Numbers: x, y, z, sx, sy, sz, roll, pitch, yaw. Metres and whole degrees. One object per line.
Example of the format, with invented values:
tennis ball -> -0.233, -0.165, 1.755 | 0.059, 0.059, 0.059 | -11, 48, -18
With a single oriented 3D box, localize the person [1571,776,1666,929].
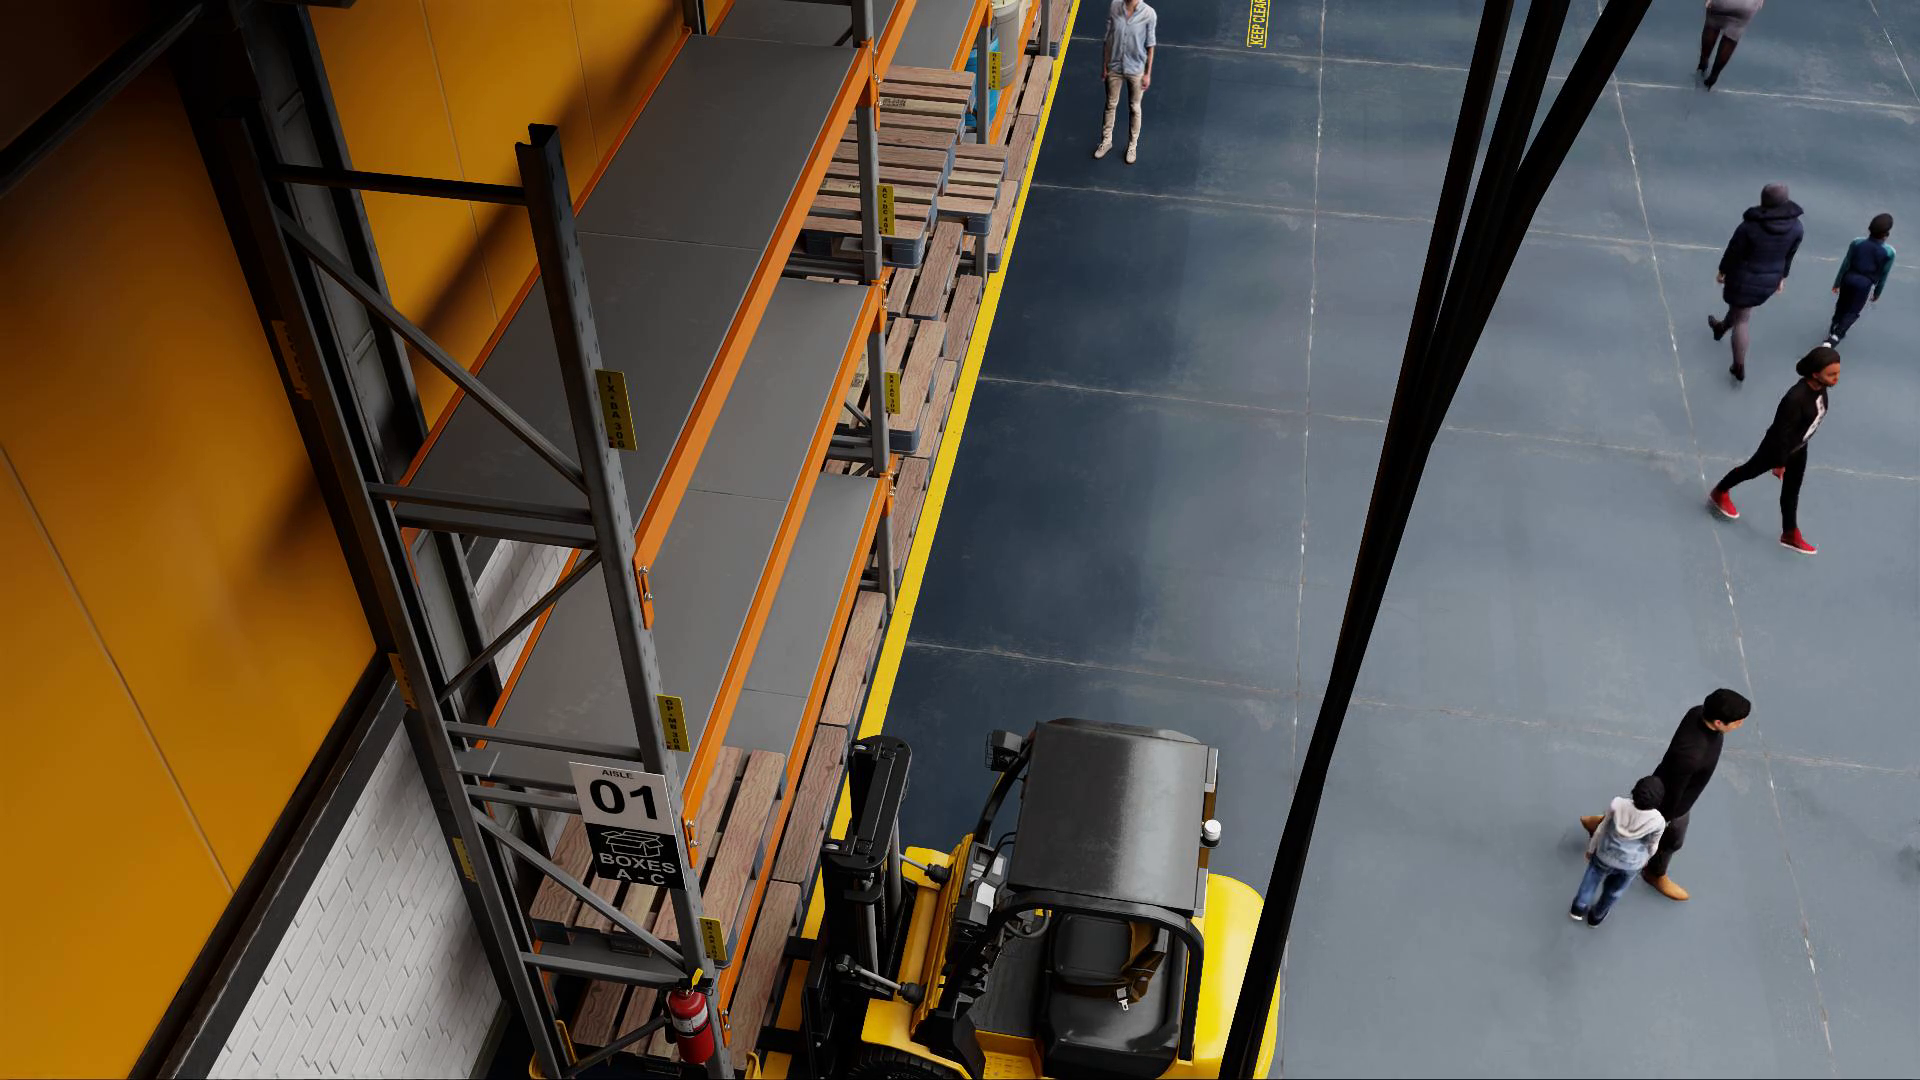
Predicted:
person -> 3.715, 1.809, 9.408 | 0.577, 1.248, 0.630 | 27, 50, 26

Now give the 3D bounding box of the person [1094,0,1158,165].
person -> 1.560, -4.422, 15.514 | 0.687, 1.847, 0.620 | 14, 45, 15

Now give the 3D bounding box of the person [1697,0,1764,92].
person -> 7.669, -5.279, 16.491 | 0.772, 1.741, 0.825 | 18, 46, 18

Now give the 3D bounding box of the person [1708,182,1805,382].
person -> 6.282, -2.013, 13.145 | 0.799, 1.627, 1.146 | 1, 44, 1

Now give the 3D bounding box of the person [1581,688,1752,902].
person -> 4.035, 1.388, 9.518 | 0.943, 1.706, 1.001 | 19, 47, 19

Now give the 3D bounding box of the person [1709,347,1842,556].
person -> 5.753, -0.706, 11.772 | 1.079, 1.628, 1.139 | -26, 49, -25

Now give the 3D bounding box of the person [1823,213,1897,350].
person -> 7.270, -2.060, 13.476 | 0.781, 1.239, 0.931 | 31, 52, 29
